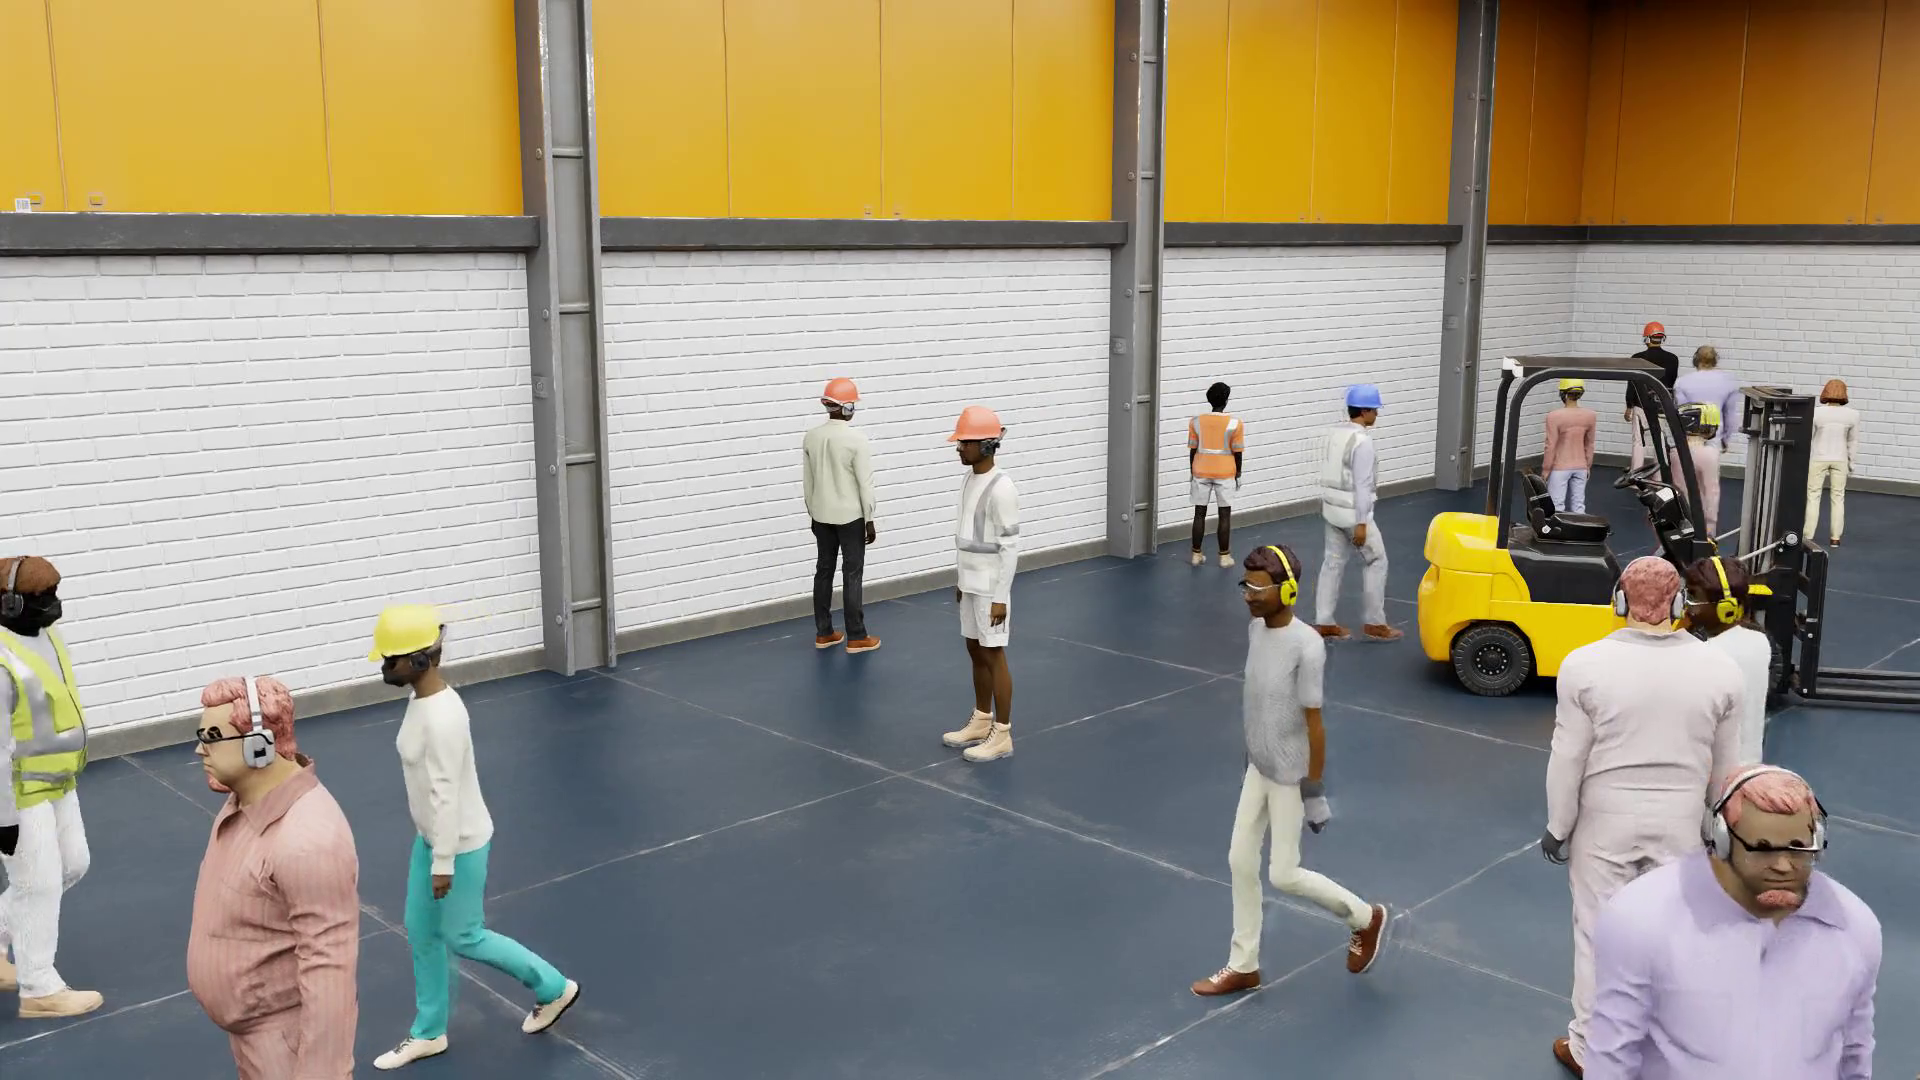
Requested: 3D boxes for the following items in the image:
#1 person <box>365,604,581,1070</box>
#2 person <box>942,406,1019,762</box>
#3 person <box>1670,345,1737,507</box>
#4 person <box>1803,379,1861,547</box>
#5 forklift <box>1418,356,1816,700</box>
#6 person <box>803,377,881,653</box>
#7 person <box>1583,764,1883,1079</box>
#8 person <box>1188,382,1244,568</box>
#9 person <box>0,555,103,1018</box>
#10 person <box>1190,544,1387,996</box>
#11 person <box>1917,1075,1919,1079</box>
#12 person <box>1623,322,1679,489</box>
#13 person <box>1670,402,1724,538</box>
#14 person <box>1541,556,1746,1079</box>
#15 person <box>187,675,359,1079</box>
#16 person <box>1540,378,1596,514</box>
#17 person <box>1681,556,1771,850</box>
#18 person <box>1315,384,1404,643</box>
[{"bbox_3d":[-1.770,1.056,6.020,0.678,1.731,0.535,-6,12,-30],"label":"person"},{"bbox_3d":[0.110,0.251,9.568,0.376,2.041,0.615,-4,11,-21],"label":"person"},{"bbox_3d":[7.585,-1.051,17.091,0.664,1.885,1.018,1,10,5],"label":"person"},{"bbox_3d":[8.416,-0.741,16.113,0.495,1.627,0.272,2,11,13],"label":"person"},{"bbox_3d":[4.276,-0.101,11.076,2.313,2.155,1.214,2,11,13],"label":"forklift"},{"bbox_3d":[-0.858,-0.178,12.041,0.611,1.995,0.380,7,12,33],"label":"person"},{"bbox_3d":[1.770,1.376,3.935,0.667,1.869,0.839,1,10,7],"label":"person"},{"bbox_3d":[2.321,-0.589,15.120,0.530,1.689,0.321,5,11,23],"label":"person"},{"bbox_3d":[-3.610,0.951,6.367,0.522,1.823,0.666,-2,11,-11],"label":"person"},{"bbox_3d":[1.316,0.910,6.555,0.733,1.840,0.519,-4,11,-18],"label":"person"},{"bbox_3d":[1.511,1.650,2.566,0.456,1.822,0.570,-5,11,-24],"label":"person"},{"bbox_3d":[8.220,-1.600,19.821,0.618,1.989,0.402,-1,10,-7],"label":"person"},{"bbox_3d":[5.548,-0.182,12.698,0.578,1.750,0.539,-3,11,-15],"label":"person"},{"bbox_3d":[2.393,0.997,5.899,0.652,1.898,0.402,1,10,5],"label":"person"},{"bbox_3d":[-1.782,1.278,4.341,0.401,1.907,0.648,-8,13,-36],"label":"person"},{"bbox_3d":[5.531,-0.642,15.193,0.534,1.767,0.314,-3,11,-17],"label":"person"},{"bbox_3d":[2.785,0.938,6.450,0.562,1.821,0.826,-9,14,-41],"label":"person"},{"bbox_3d":[2.991,-0.192,12.304,0.779,1.916,0.634,-2,11,-12],"label":"person"}]
